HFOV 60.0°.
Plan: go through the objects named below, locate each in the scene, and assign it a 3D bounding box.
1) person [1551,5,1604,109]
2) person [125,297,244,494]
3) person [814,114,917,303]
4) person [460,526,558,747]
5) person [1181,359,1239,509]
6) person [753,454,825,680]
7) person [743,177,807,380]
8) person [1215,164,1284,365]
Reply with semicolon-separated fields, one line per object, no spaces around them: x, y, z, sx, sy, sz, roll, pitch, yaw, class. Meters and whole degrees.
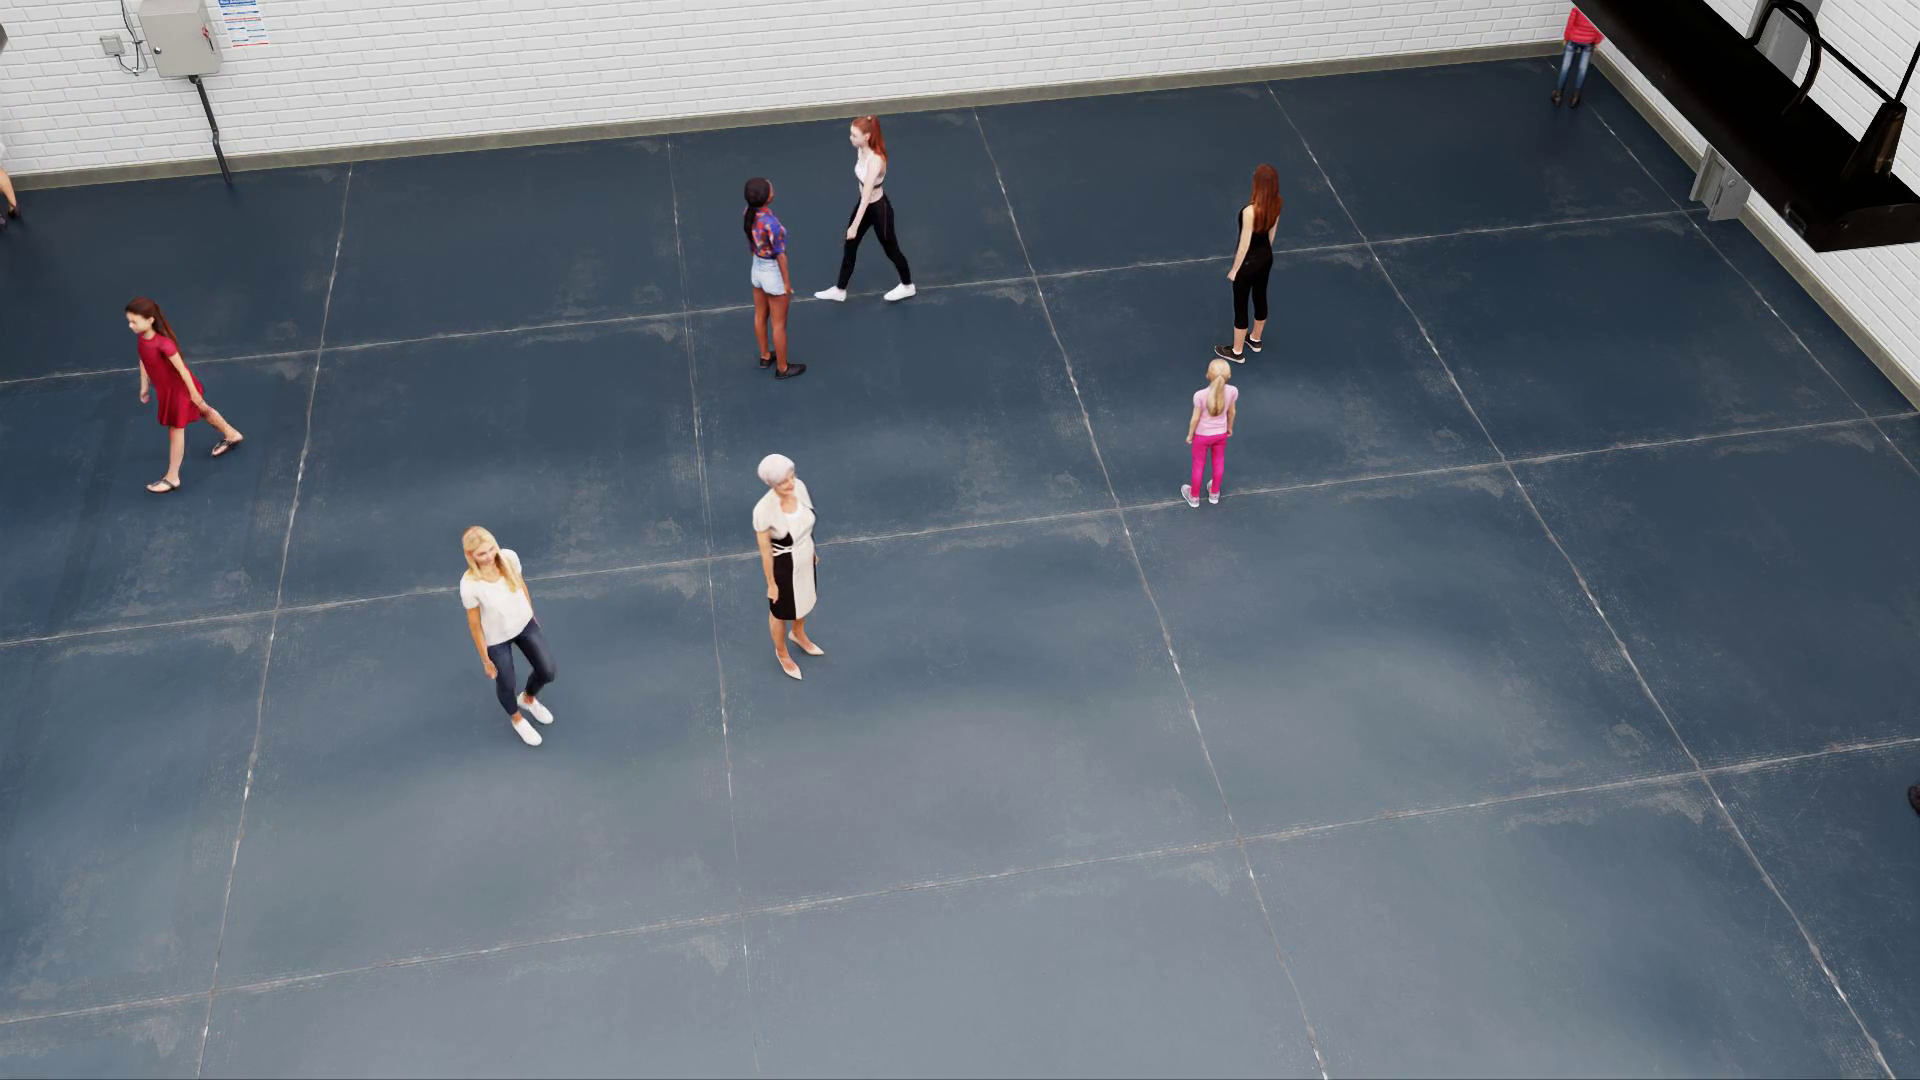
5.997;-4.810;16.031;0.576;1.315;0.592;9;44;9;person
-5.619;-1.148;12.047;1.019;1.509;1.043;28;50;26;person
-0.592;-2.647;13.477;0.809;1.706;1.068;-16;46;-17;person
-2.798;0.543;10.061;0.789;1.800;0.738;29;51;27;person
1.786;-0.772;11.824;0.489;1.271;0.503;-8;44;-8;person
-1.090;0.150;10.505;0.752;1.756;0.683;24;49;23;person
-1.475;-2.025;12.798;0.726;1.741;0.623;-33;52;-29;person
2.290;-2.160;12.952;0.641;1.726;0.659;-31;52;-29;person
